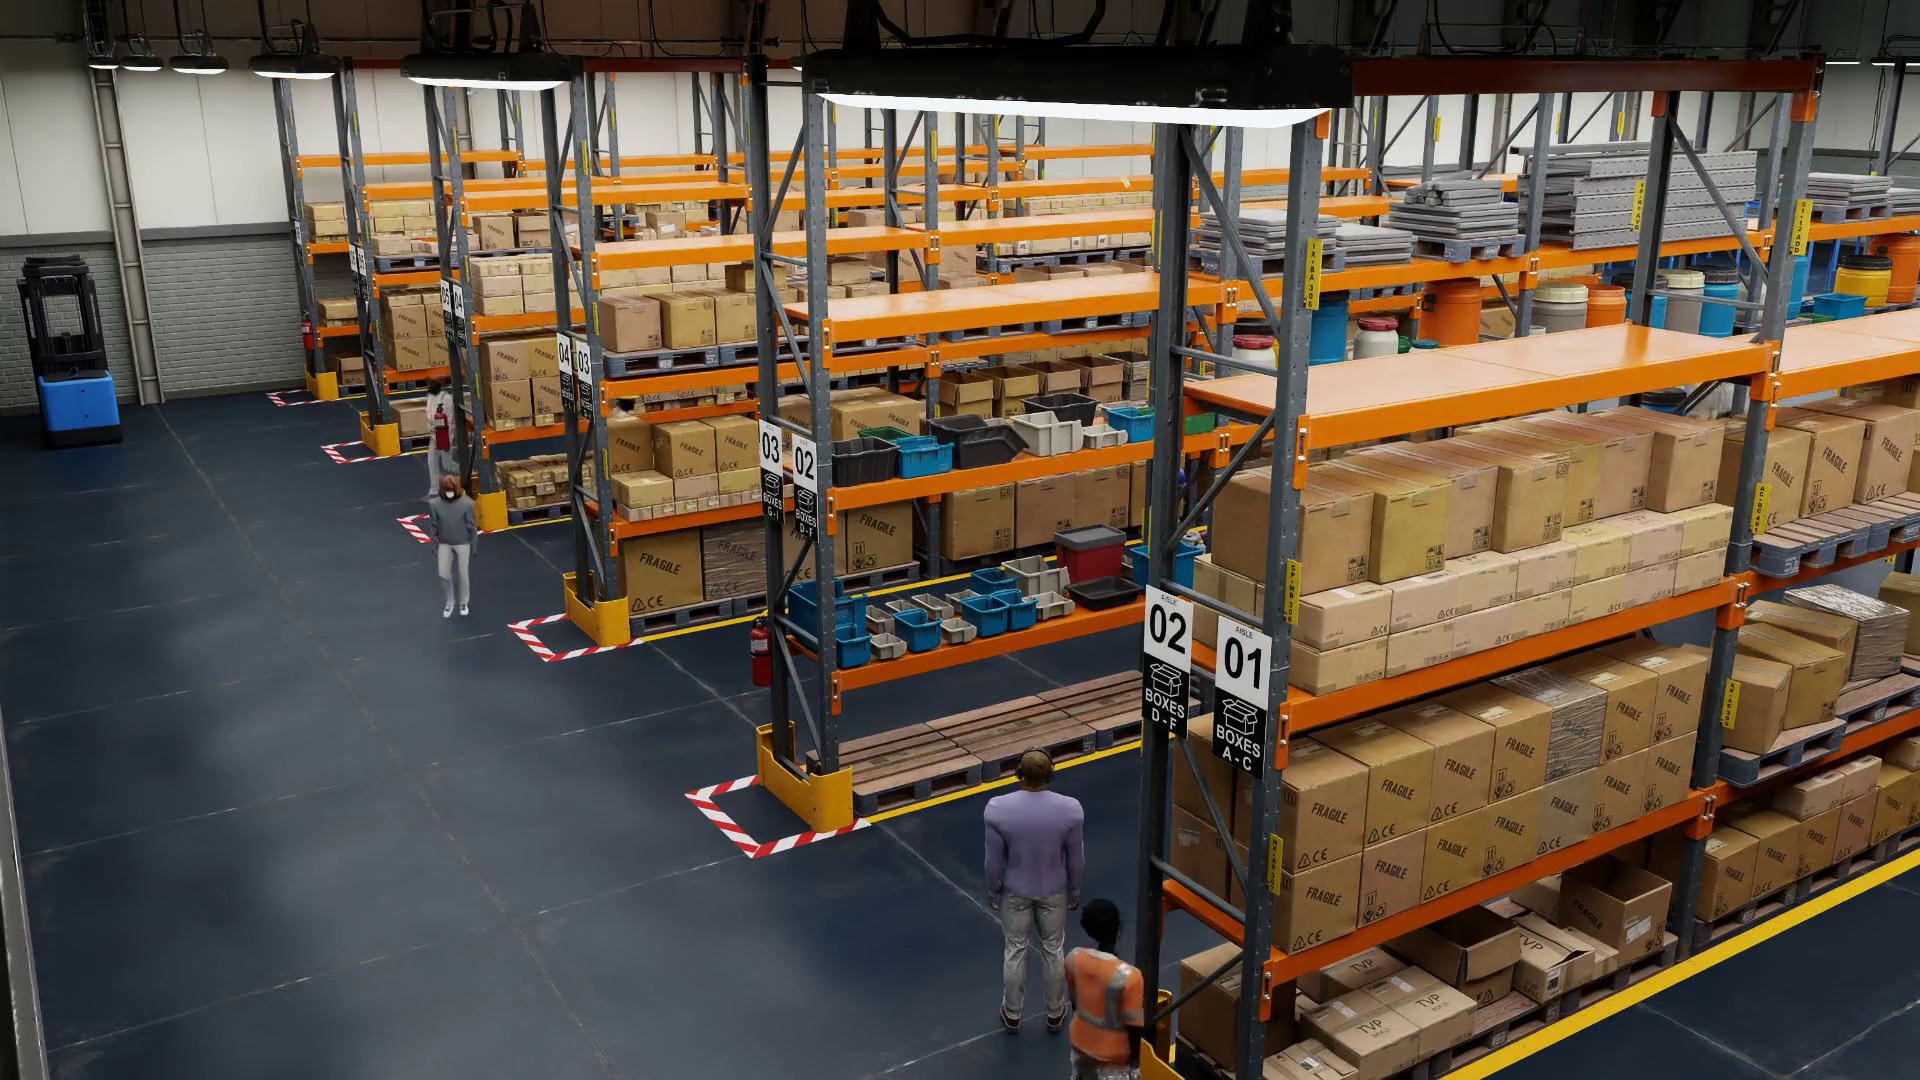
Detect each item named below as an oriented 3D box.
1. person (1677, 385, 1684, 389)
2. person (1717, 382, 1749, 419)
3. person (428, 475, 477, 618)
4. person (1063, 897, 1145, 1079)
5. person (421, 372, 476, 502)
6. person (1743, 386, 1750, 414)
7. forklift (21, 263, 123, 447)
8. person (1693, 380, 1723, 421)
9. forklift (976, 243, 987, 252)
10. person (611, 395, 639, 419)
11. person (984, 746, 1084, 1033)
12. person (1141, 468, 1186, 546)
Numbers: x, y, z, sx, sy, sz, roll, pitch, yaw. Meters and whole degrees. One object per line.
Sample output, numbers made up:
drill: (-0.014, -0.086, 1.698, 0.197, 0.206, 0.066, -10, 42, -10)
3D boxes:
person: (12.114, -2.962, 26.757, 0.608, 1.989, 0.386, 16, 23, 42)
person: (12.206, -2.402, 24.905, 0.620, 2.015, 0.957, -8, 19, -23)
person: (-5.586, 0.076, 17.412, 0.523, 1.612, 0.485, -3, 17, -9)
person: (0.818, 2.773, 8.501, 0.339, 1.667, 0.683, -14, 22, -38)
person: (-7.189, -1.462, 22.068, 0.593, 1.858, 0.723, 14, 22, 38)
person: (13.737, -2.961, 26.957, 0.587, 1.865, 0.592, 7, 18, 22)
forklift: (-14.518, -3.079, 25.708, 1.129, 2.768, 1.873, -10, 20, -31)
person: (11.418, -1.987, 24.177, 0.506, 1.619, 0.467, -7, 18, -23)
forklift: (0.988, -5.474, 34.718, 1.214, 2.155, 2.313, -10, 20, -31)
person: (-4.477, -1.117, 20.830, 0.593, 1.915, 0.592, -7, 18, -22)
person: (0.462, 2.195, 9.934, 0.630, 1.940, 0.372, 0, 17, 0)
person: (2.136, 0.161, 16.630, 0.470, 1.919, 0.632, -2, 17, -6)
